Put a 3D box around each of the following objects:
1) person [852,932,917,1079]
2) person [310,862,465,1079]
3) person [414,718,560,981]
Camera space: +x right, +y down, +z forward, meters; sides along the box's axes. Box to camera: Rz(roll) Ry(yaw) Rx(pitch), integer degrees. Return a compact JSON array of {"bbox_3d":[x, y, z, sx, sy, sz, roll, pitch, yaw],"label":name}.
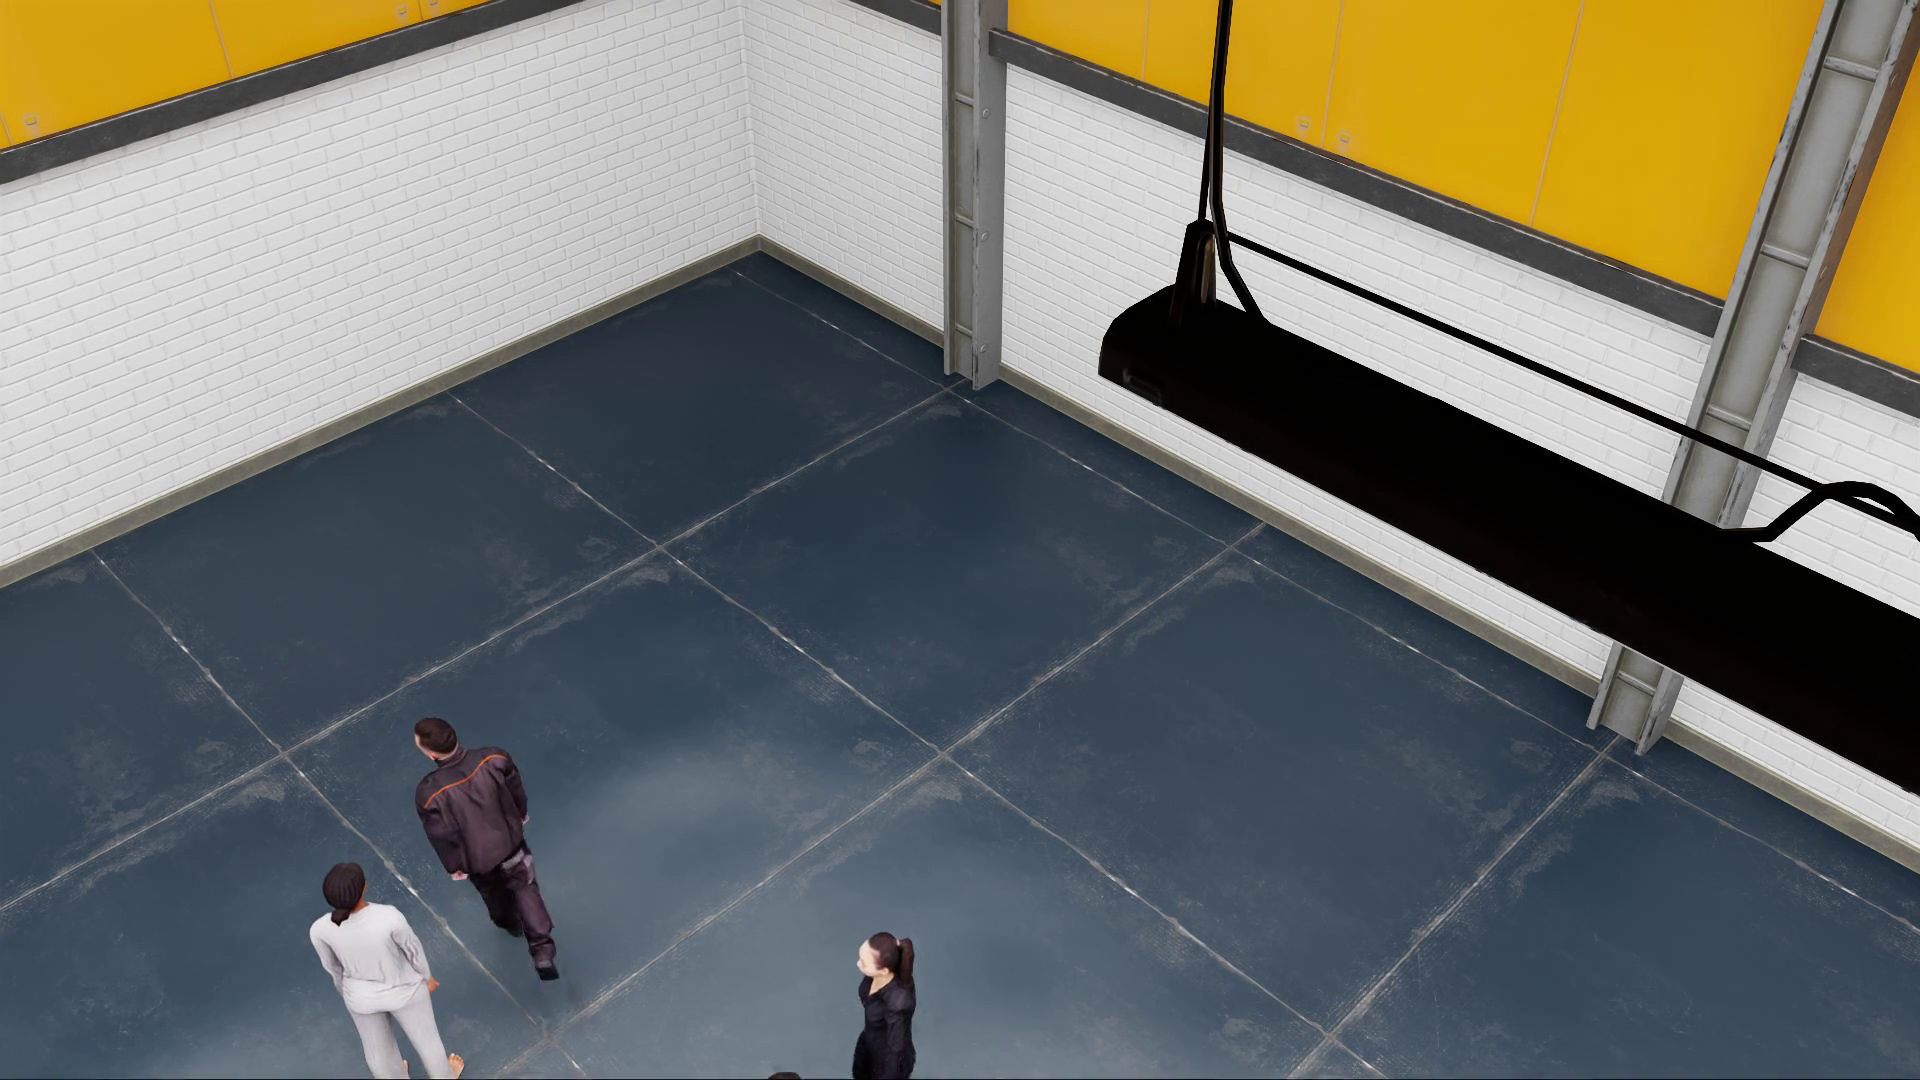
[{"bbox_3d":[-0.279,2.429,8.007,0.820,1.706,0.774,-10,40,-13],"label":"person"},{"bbox_3d":[-2.857,2.221,8.244,0.718,1.736,0.752,-4,39,-5],"label":"person"},{"bbox_3d":[-2.496,1.659,8.881,0.897,1.819,1.158,-20,43,-23],"label":"person"}]
